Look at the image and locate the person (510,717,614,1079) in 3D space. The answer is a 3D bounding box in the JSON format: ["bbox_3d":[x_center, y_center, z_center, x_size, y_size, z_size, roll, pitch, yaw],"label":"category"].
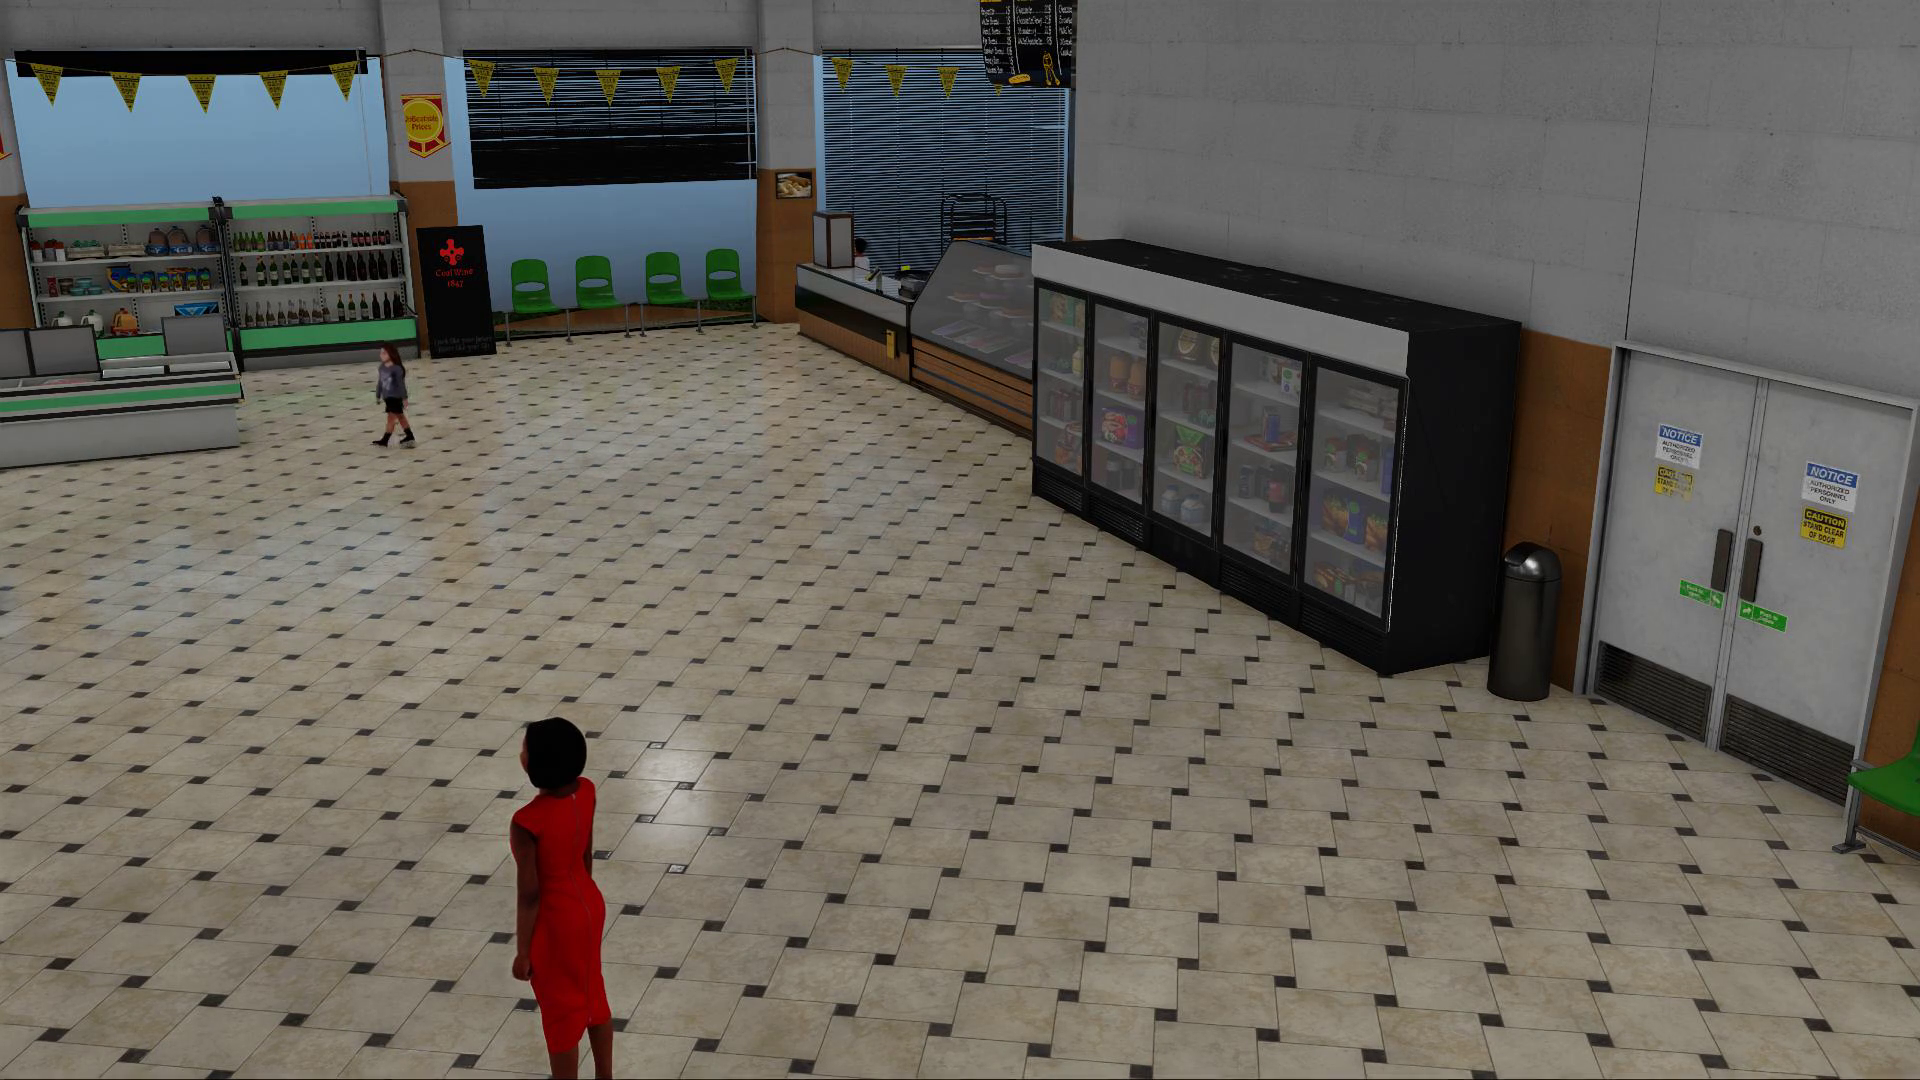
[{"bbox_3d":[-1.473,1.466,6.197,0.706,1.739,0.627,8,19,25],"label":"person"}]

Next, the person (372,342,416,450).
[{"bbox_3d":[-5.766,-1.485,17.052,0.717,1.079,0.842,11,20,31],"label":"person"}]

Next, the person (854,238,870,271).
[{"bbox_3d":[-1.443,-3.772,24.275,0.616,1.259,0.514,15,23,41],"label":"person"}]
